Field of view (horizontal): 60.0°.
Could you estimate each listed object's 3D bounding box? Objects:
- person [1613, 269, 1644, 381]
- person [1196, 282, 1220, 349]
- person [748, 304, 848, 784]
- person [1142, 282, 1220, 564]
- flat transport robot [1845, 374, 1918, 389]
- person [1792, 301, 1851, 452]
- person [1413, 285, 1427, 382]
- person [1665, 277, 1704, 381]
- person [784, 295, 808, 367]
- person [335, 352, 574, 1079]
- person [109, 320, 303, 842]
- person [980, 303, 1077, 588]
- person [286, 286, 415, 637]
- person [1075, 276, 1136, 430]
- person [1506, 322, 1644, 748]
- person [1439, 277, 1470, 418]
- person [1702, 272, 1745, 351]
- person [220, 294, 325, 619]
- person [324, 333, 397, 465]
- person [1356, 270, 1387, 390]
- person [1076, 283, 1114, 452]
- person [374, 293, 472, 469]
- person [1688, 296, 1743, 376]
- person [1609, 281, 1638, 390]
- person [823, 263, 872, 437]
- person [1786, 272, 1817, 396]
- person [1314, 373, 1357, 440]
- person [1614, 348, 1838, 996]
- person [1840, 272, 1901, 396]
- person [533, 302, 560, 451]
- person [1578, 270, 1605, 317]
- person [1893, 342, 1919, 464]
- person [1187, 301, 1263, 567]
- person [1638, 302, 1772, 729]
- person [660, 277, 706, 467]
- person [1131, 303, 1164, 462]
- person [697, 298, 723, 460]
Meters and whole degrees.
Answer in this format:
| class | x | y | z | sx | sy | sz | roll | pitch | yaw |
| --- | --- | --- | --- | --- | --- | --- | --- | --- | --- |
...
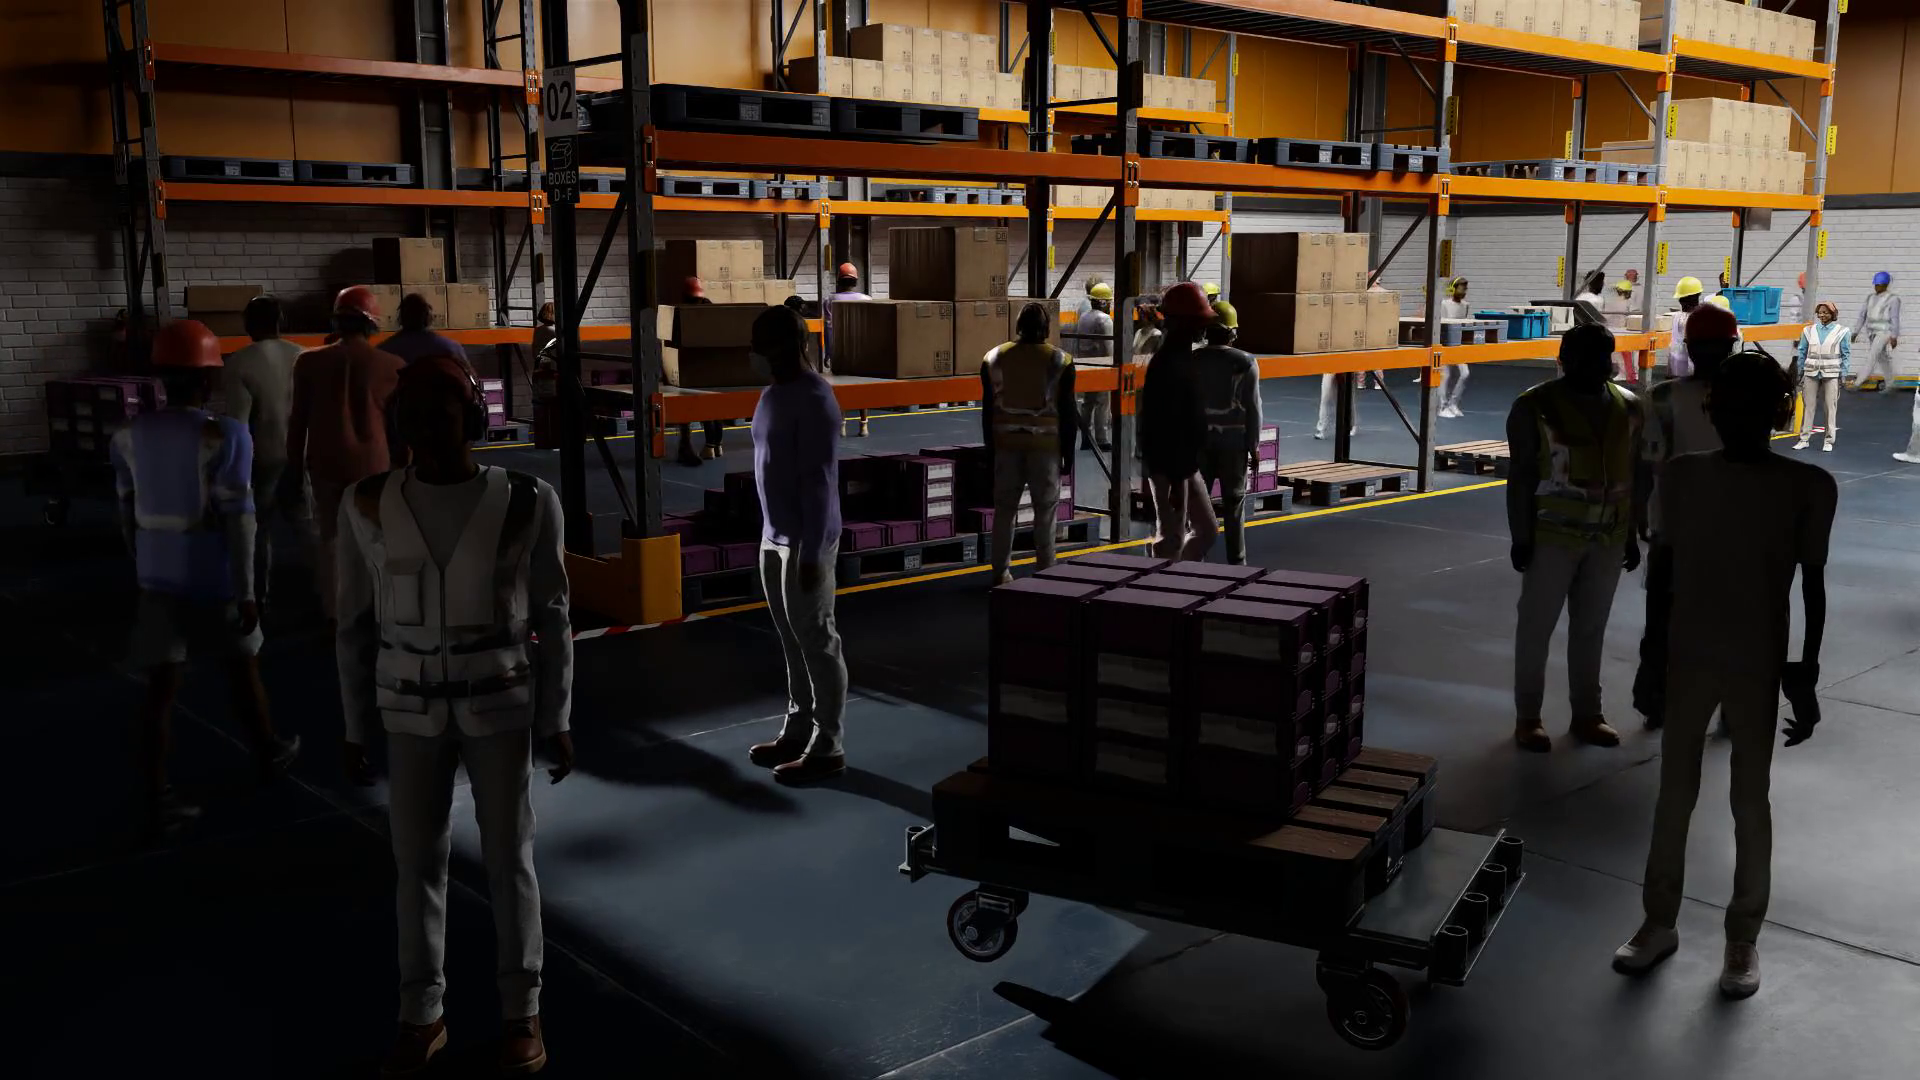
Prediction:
| class | x | y | z | sx | sy | sz | roll | pitch | yaw |
| --- | --- | --- | --- | --- | --- | --- | --- | --- | --- |
| person | 11.377 | -3.648 | 28.309 | 0.643 | 1.903 | 0.399 | -3 | 10 | -17 |
| person | 3.454 | -2.675 | 23.010 | 0.326 | 1.765 | 0.530 | -7 | 12 | -36 |
| person | -0.669 | 0.013 | 6.788 | 0.359 | 1.933 | 0.625 | -5 | 11 | -26 |
| person | 1.190 | -0.390 | 8.979 | 0.435 | 1.982 | 0.647 | 3 | 10 | 16 |
| flat transport robot | 14.968 | -2.525 | 26.494 | 1.431 | 0.197 | 0.652 | 2 | 10 | 14 |
| person | 9.405 | -1.781 | 18.144 | 0.523 | 1.638 | 0.310 | 9 | 13 | 43 |
| person | 7.838 | -3.442 | 27.866 | 0.309 | 1.641 | 0.515 | -1 | 10 | -8 |
| person | 7.366 | -1.701 | 16.863 | 0.386 | 1.917 | 0.584 | -3 | 10 | -16 |
| person | -1.878 | -1.889 | 18.641 | 0.322 | 1.690 | 0.536 | -10 | 14 | -44 |
| person | -1.293 | 0.463 | 4.285 | 0.587 | 1.882 | 0.341 | -1 | 10 | -6 |
| person | -2.883 | 0.117 | 6.308 | 0.567 | 1.881 | 0.979 | 1 | 10 | 4 |
| person | 0.445 | -0.583 | 10.584 | 0.619 | 1.837 | 0.430 | 3 | 10 | 16 |
| person | -3.311 | -0.395 | 9.078 | 0.625 | 1.957 | 0.698 | -2 | 10 | -12 |
| person | 1.633 | -2.273 | 20.319 | 0.996 | 1.885 | 0.647 | 0 | 10 | 3 |
| person | 2.674 | -0.018 | 7.220 | 0.626 | 1.846 | 0.429 | -2 | 10 | -10 |
| person | 6.474 | -2.518 | 21.842 | 0.517 | 1.846 | 0.443 | -4 | 10 | -21 |
| person | 10.448 | -2.715 | 22.793 | 0.591 | 1.919 | 0.392 | 5 | 11 | 26 |
| person | -3.972 | -0.472 | 9.684 | 0.825 | 1.916 | 0.643 | 7 | 12 | 36 |
| person | -4.178 | -0.637 | 11.572 | 0.516 | 1.590 | 0.775 | 9 | 13 | 41 |
| person | 6.560 | -3.329 | 26.446 | 0.637 | 1.901 | 0.403 | 7 | 12 | 36 |
| person | 1.513 | -1.872 | 18.106 | 0.404 | 1.830 | 0.602 | -6 | 11 | -30 |
| person | -3.699 | -0.758 | 11.472 | 0.661 | 1.886 | 0.827 | -2 | 10 | -11 |
| person | 7.433 | -1.532 | 16.406 | 0.483 | 1.736 | 0.311 | 5 | 11 | 27 |
| person | 10.506 | -3.225 | 26.349 | 0.880 | 1.725 | 0.535 | -1 | 10 | -7 |
| person | -1.312 | -2.223 | 19.545 | 0.605 | 2.045 | 0.379 | -2 | 10 | -14 |
| person | 12.718 | -3.103 | 25.184 | 0.637 | 1.885 | 0.516 | -7 | 12 | -35 |
| person | 4.425 | -1.973 | 19.427 | 0.501 | 1.584 | 0.880 | 6 | 11 | 31 |
| person | 2.225 | 0.380 | 4.834 | 0.516 | 1.865 | 0.329 | 8 | 12 | 37 |
| person | 13.906 | -3.124 | 25.278 | 1.045 | 1.878 | 0.614 | -1 | 10 | -8 |
| person | -4.487 | -1.784 | 18.212 | 0.495 | 1.626 | 0.285 | 8 | 13 | 40 |
| person | 8.610 | -2.744 | 22.898 | 0.687 | 1.942 | 0.626 | -1 | 10 | -6 |
| person | 9.915 | -1.674 | 16.771 | 0.614 | 1.896 | 0.835 | -2 | 10 | -14 |
| person | 1.694 | -0.645 | 10.921 | 0.589 | 1.834 | 0.403 | 4 | 10 | 21 |
| person | 3.303 | -0.094 | 7.443 | 0.553 | 1.923 | 0.471 | 4 | 11 | 23 |
| person | -2.696 | -1.694 | 16.854 | 0.570 | 1.901 | 0.793 | -9 | 13 | -41 |
| person | 1.935 | -1.630 | 17.259 | 0.307 | 1.640 | 0.513 | -4 | 11 | -24 |
| person | -2.669 | -1.690 | 17.436 | 0.317 | 1.695 | 0.540 | 2 | 10 | 13 |
